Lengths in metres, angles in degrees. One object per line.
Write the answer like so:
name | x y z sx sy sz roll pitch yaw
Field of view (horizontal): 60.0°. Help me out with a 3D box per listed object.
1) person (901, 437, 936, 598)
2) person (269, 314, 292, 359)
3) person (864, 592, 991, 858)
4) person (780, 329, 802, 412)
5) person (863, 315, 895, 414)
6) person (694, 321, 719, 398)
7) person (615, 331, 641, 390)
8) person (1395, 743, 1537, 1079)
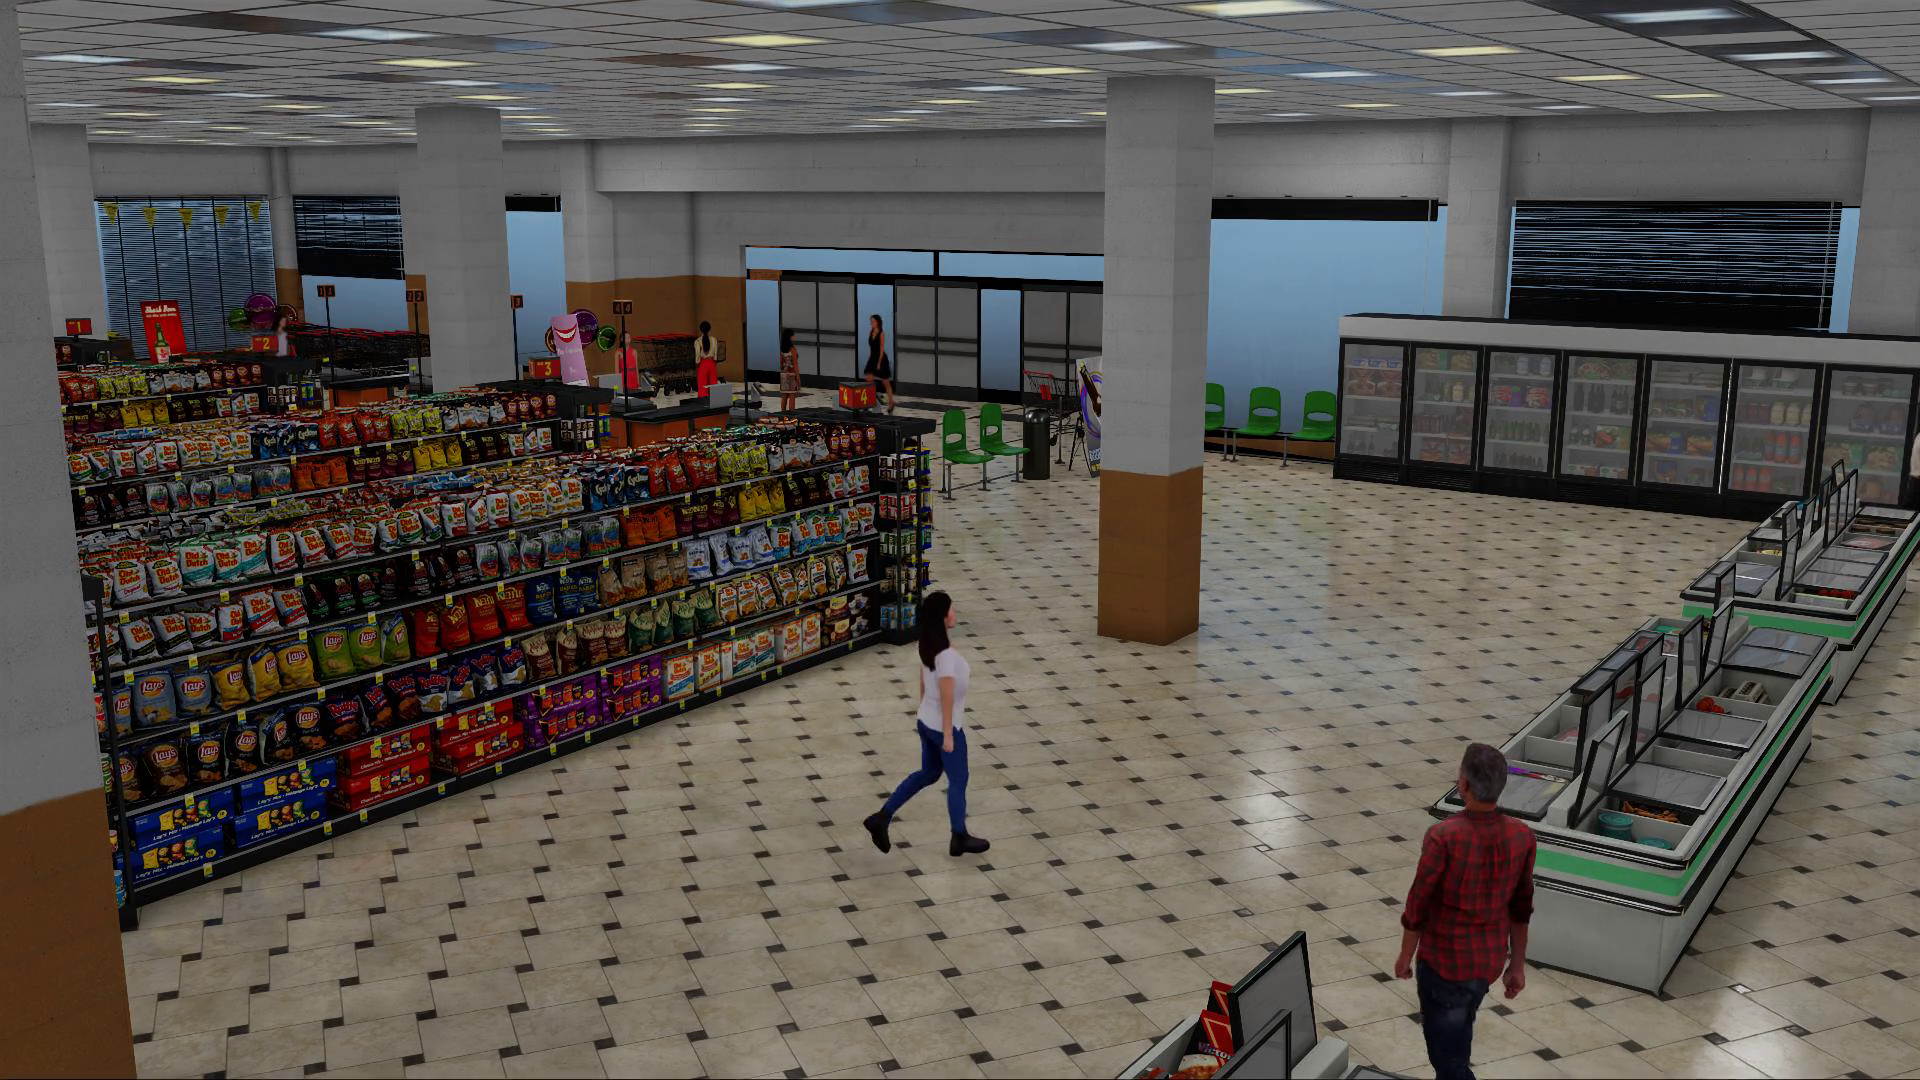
person | -0.518 -0.194 16.436 0.672 1.657 0.735 -10 16 -41
person | -13.218 -3.530 32.220 0.728 1.680 0.662 5 13 22
person | -0.200 1.159 9.996 1.106 1.662 0.944 -5 13 -22
person | -3.005 -2.886 29.254 0.601 1.642 0.693 -11 16 -42
person | -1.401 -3.117 30.020 0.663 1.779 1.160 10 16 40
person | -4.443 -2.947 29.180 0.594 1.793 0.728 -8 14 -32
person | -5.581 -2.641 27.886 0.594 1.726 0.734 -10 15 -39
person | 2.098 1.760 6.808 1.212 1.800 1.196 -4 12 -17
